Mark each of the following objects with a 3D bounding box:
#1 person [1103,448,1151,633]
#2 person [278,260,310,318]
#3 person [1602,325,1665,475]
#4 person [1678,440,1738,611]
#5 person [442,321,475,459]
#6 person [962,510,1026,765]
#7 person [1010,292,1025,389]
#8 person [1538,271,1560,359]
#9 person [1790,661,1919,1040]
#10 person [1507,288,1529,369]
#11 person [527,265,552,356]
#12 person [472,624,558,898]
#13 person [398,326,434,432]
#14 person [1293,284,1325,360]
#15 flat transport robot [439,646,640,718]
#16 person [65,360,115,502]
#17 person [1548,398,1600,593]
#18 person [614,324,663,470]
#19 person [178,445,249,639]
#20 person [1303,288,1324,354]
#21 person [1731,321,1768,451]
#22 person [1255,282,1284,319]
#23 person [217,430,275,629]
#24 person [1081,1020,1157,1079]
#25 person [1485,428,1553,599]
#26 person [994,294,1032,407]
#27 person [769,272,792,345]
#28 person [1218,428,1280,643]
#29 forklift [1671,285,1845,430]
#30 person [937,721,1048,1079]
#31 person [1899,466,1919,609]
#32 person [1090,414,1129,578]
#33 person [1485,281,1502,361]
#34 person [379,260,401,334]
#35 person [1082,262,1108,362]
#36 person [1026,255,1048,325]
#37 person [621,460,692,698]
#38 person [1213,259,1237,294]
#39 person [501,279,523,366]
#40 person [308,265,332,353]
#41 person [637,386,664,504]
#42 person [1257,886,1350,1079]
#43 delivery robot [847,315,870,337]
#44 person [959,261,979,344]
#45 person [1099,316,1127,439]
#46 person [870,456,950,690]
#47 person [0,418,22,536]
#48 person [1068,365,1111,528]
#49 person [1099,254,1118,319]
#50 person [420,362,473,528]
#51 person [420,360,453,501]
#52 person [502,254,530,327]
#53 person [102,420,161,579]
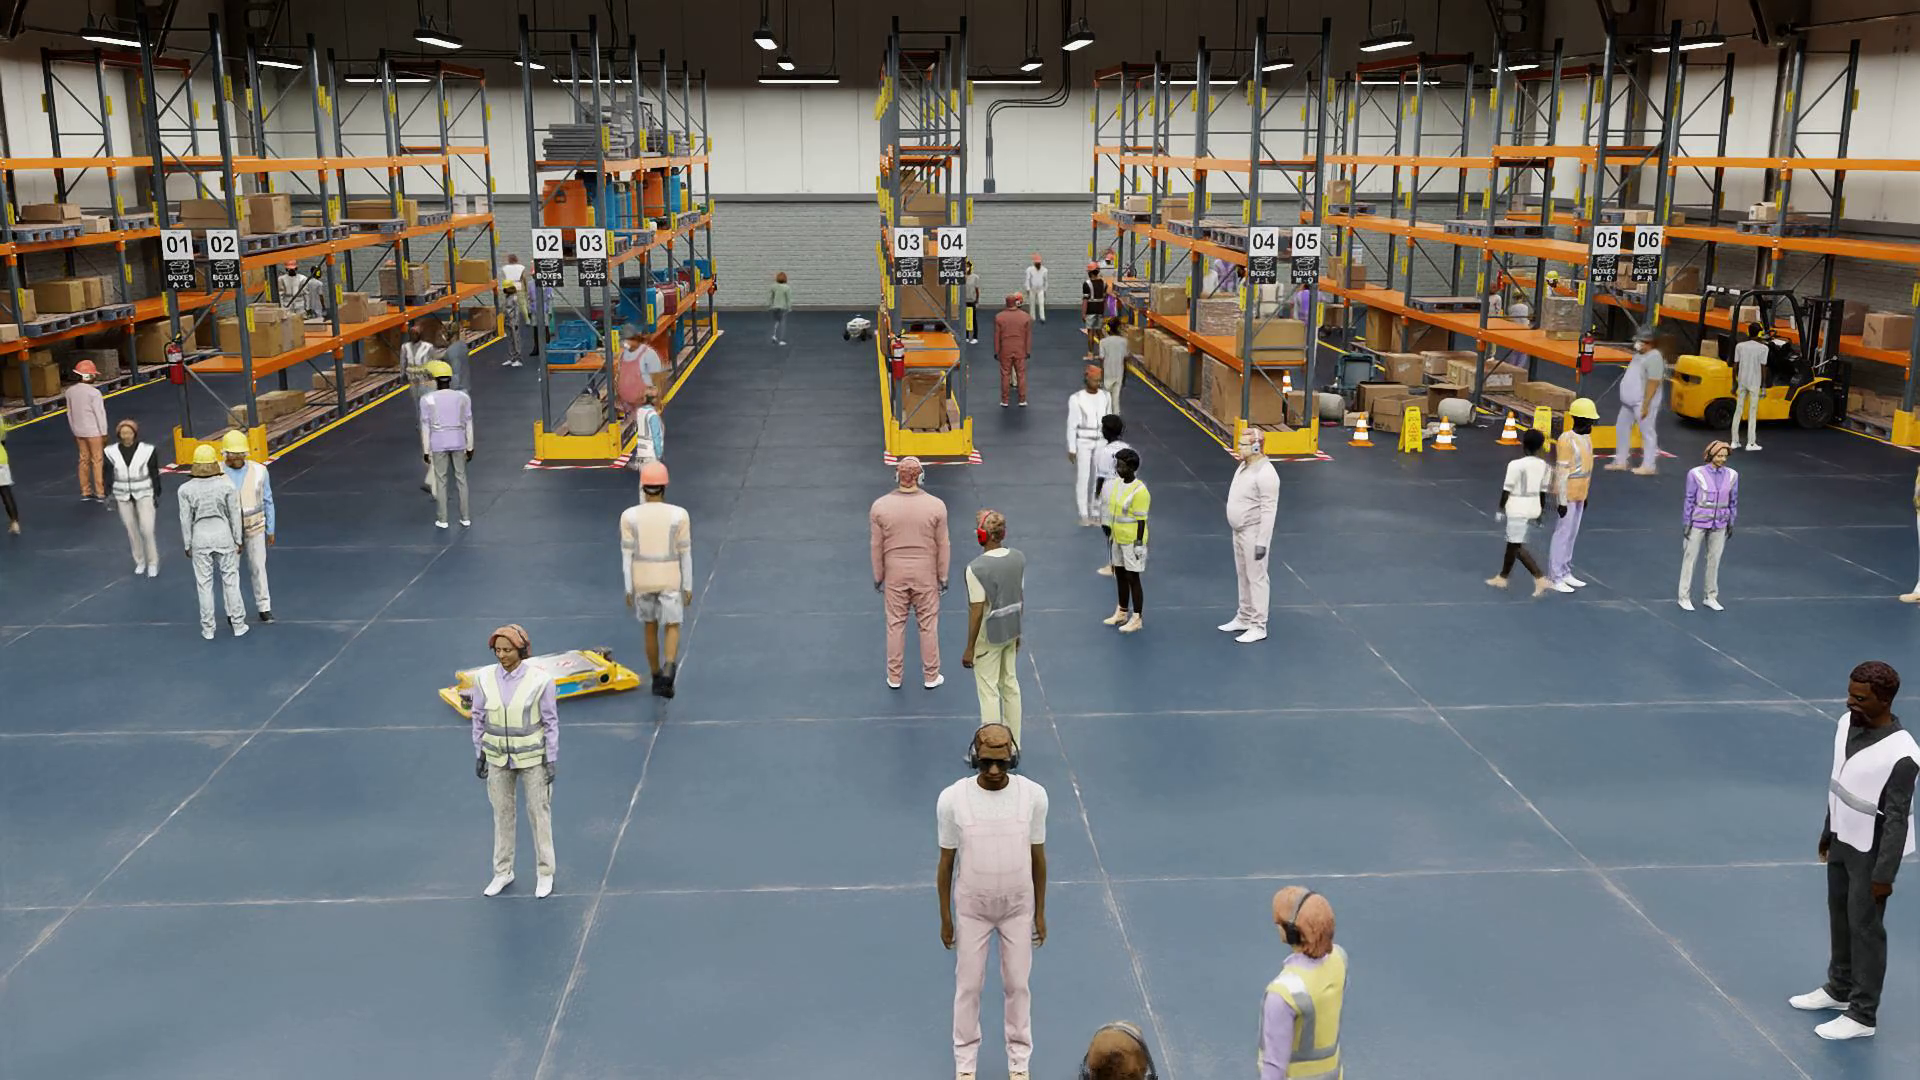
[{"bbox_3d":[1.521,-0.004,15.040,0.319,1.691,0.538,-6,15,-24],"label":"person"},{"bbox_3d":[-14.108,-4.957,35.287,0.607,2.034,0.407,-2,13,-8],"label":"person"},{"bbox_3d":[9.008,-1.876,22.215,0.782,2.000,0.709,0,13,1],"label":"person"},{"bbox_3d":[7.069,-0.135,15.721,0.514,1.634,0.313,-1,13,-4],"label":"person"},{"bbox_3d":[-7.063,-2.105,23.405,0.352,1.937,0.635,-1,13,-3],"label":"person"},{"bbox_3d":[0.253,0.701,11.716,0.374,1.843,0.569,11,17,40],"label":"person"},{"bbox_3d":[1.021,-3.626,30.261,0.347,1.744,0.564,-9,16,-33],"label":"person"},{"bbox_3d":[12.210,-4.674,34.545,0.404,1.824,0.586,3,14,14],"label":"person"},{"bbox_3d":[4.437,1.508,8.164,0.397,1.911,0.588,0,13,1],"label":"person"},{"bbox_3d":[10.516,-3.875,31.375,0.371,1.713,0.597,-7,15,-27],"label":"person"},{"bbox_3d":[-8.828,-4.819,34.919,0.543,1.932,0.376,2,13,10],"label":"person"},{"bbox_3d":[-2.583,1.283,9.693,0.511,1.640,0.308,1,13,6],"label":"person"},{"bbox_3d":[-8.391,-2.477,25.678,0.528,1.618,0.654,1,13,5],"label":"person"},{"bbox_3d":[6.897,-4.284,32.924,0.621,1.813,0.846,2,13,10],"label":"person"},{"bbox_3d":[-3.364,1.121,13.309,1.431,0.197,0.652,-9,16,-34],"label":"flat transport robot"},{"bbox_3d":[-10.765,-1.351,20.614,0.566,1.746,0.341,6,14,22],"label":"person"},{"bbox_3d":[6.064,-0.450,16.415,0.374,1.925,0.595,11,17,39],"label":"person"},{"bbox_3d":[-4.439,-1.981,22.659,0.708,2.000,0.905,11,17,39],"label":"person"},{"bbox_3d":[-6.673,0.012,14.855,0.492,1.742,0.320,-5,14,-22],"label":"person"},{"bbox_3d":[7.302,-4.597,34.675,0.563,1.590,0.767,3,14,11],"label":"person"},{"bbox_3d":[11.438,-2.234,24.097,0.333,1.873,0.520,-10,16,-36],"label":"person"},{"bbox_3d":[6.423,-4.748,34.642,0.591,1.921,0.397,2,13,9],"label":"person"},{"bbox_3d":[-6.560,-0.104,15.171,0.591,1.826,0.403,-8,15,-30],"label":"person"},{"bbox_3d":[0.467,2.306,5.033,0.509,1.777,1.012,5,14,20],"label":"person"},{"bbox_3d":[5.509,-0.263,16.204,0.534,1.655,0.786,-9,16,-34],"label":"person"},{"bbox_3d":[0.886,-3.200,28.119,0.643,1.905,0.400,0,13,0],"label":"person"},{"bbox_3d":[-3.984,-5.128,36.867,0.546,1.621,0.352,5,14,20],"label":"person"},{"bbox_3d":[2.559,-0.049,14.760,0.404,1.911,0.636,-3,14,-12],"label":"person"},{"bbox_3d":[12.503,-2.886,26.166,2.313,2.155,1.214,-1,13,-3],"label":"forklift"},{"bbox_3d":[0.149,1.687,7.572,0.501,1.838,0.341,-1,13,-6],"label":"person"},{"bbox_3d":[9.267,-0.249,15.771,0.429,1.836,0.620,-1,13,-3],"label":"person"},{"bbox_3d":[1.529,-0.445,16.928,0.375,1.684,0.535,7,15,27],"label":"person"},{"bbox_3d":[10.868,-4.489,34.156,0.279,1.633,0.498,-8,16,-31],"label":"person"},{"bbox_3d":[-12.017,-4.930,35.273,0.615,1.986,0.398,1,13,5],"label":"person"},{"bbox_3d":[2.737,-4.687,34.155,0.608,2.032,0.429,-9,16,-33],"label":"person"},{"bbox_3d":[1.919,-6.218,41.335,0.566,1.699,0.926,-1,13,-6],"label":"person"},{"bbox_3d":[-2.391,0.337,13.124,0.544,1.919,0.641,-1,13,-5],"label":"person"},{"bbox_3d":[6.498,-6.233,40.805,0.628,1.974,0.857,0,13,-1],"label":"person"},{"bbox_3d":[-9.015,-4.354,33.367,0.484,1.736,0.305,12,18,41],"label":"person"},{"bbox_3d":[-13.719,-4.924,35.524,0.512,1.861,0.323,9,16,32],"label":"person"},{"bbox_3d":[-3.572,-0.966,19.228,0.314,1.636,0.514,-8,15,-29],"label":"person"},{"bbox_3d":[1.282,2.088,6.284,0.310,1.639,0.515,11,17,38],"label":"person"},{"bbox_3d":[-2.319,-4.892,37.973,0.477,0.478,0.707,4,14,16],"label":"delivery robot"},{"bbox_3d":[0.202,-5.315,37.189,0.498,1.861,0.330,7,15,26],"label":"person"},{"bbox_3d":[2.281,-2.426,24.946,0.527,1.855,0.383,-5,14,-21],"label":"person"},{"bbox_3d":[-0.393,0.272,13.405,0.640,1.909,0.409,1,13,4],"label":"person"},{"bbox_3d":[-10.980,-0.863,18.768,0.903,1.648,0.538,9,16,33],"label":"person"},{"bbox_3d":[1.534,-1.069,19.148,0.624,1.869,0.514,-6,15,-25],"label":"person"},{"bbox_3d":[3.690,-6.197,41.132,0.559,1.754,0.322,8,15,29],"label":"person"},{"bbox_3d":[-5.907,-1.094,19.177,0.582,1.919,0.400,-9,16,-32],"label":"person"},{"bbox_3d":[-6.478,-1.350,20.619,0.389,1.753,0.524,-11,17,-39],"label":"person"},{"bbox_3d":[-10.808,-6.050,40.437,0.601,1.805,0.674,-1,13,-5],"label":"person"},{"bbox_3d":[-8.416,-0.403,16.900,0.513,1.614,0.688,-3,14,-13],"label":"person"}]
